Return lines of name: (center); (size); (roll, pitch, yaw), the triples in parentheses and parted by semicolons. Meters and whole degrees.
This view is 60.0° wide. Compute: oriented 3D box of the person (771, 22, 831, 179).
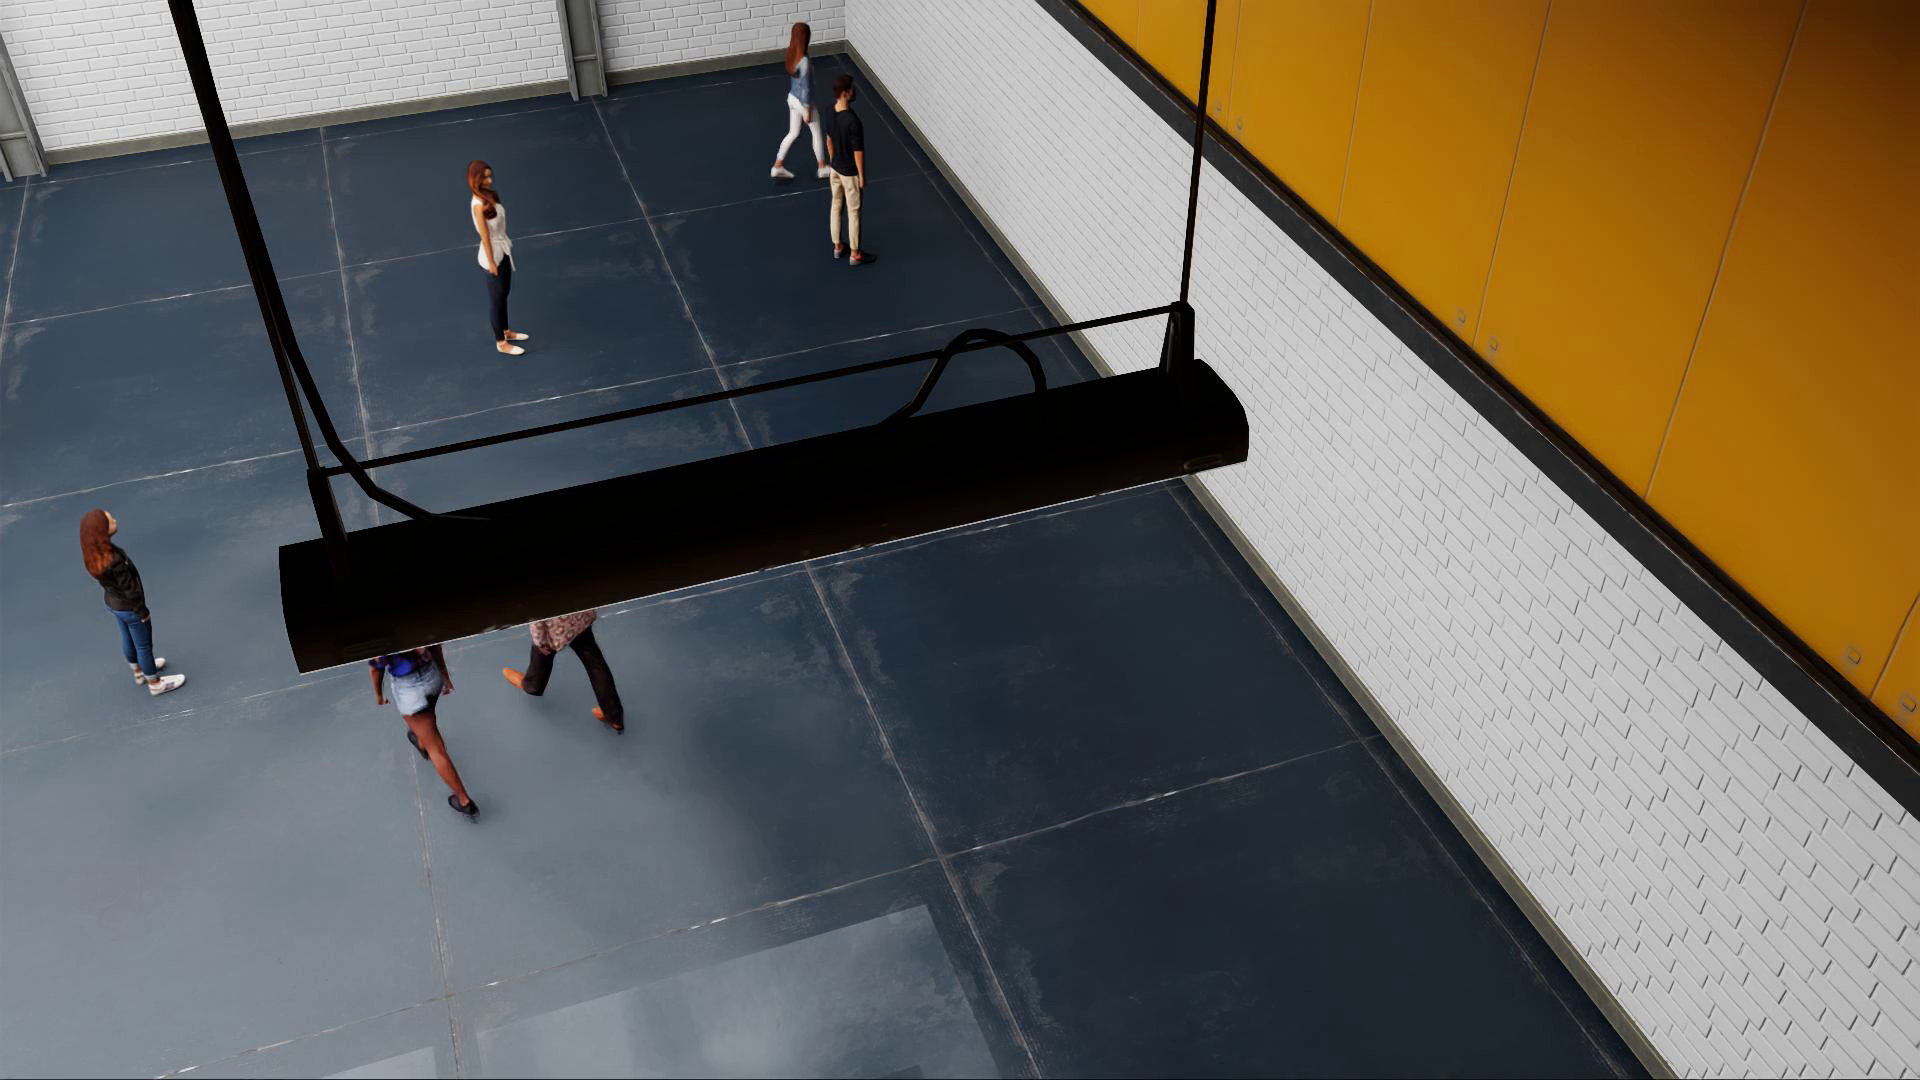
person: (-1.712, -4.472, 17.106); (1.032, 1.684, 0.731); (-19, 42, -22)

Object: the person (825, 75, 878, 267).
person: (-1.076, -3.504, 15.756); (0.669, 1.856, 0.700); (-30, 47, -32)

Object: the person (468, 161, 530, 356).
person: (-4.076, -2.474, 14.522); (0.649, 1.785, 0.654); (3, 39, 3)

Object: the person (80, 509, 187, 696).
person: (-5.608, 0.413, 11.152); (0.621, 1.481, 0.640); (26, 45, 29)

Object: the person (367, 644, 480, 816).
person: (-3.295, 0.995, 10.258); (0.999, 1.686, 1.180); (32, 48, 33)
